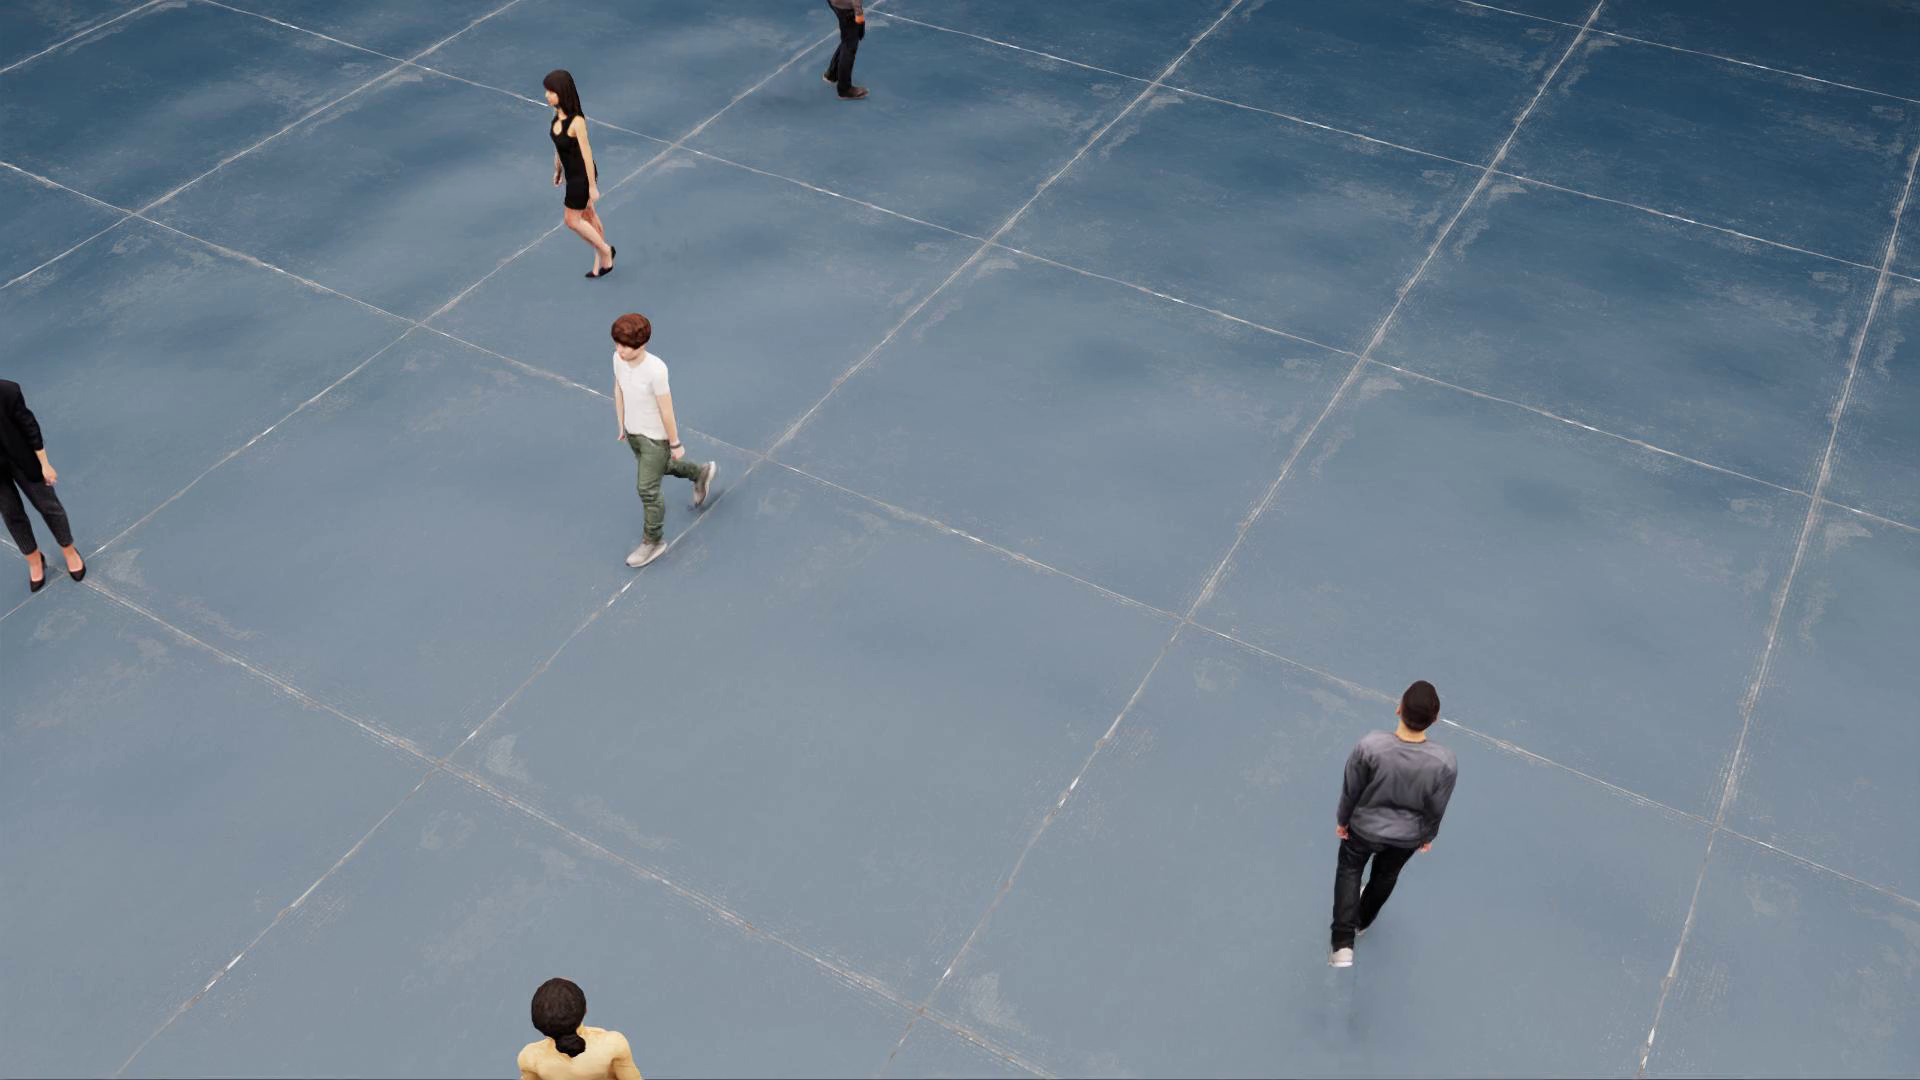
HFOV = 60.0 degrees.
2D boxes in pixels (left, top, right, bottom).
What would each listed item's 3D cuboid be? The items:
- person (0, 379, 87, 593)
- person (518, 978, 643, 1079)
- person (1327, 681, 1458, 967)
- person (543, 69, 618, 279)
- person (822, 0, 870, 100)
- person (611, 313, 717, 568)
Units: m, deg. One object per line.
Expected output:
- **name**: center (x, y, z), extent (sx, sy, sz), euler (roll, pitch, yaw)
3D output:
- **person**: center (-5.405, -0.436, 9.428), extent (0.718, 1.719, 0.788), euler (-12, 44, -13)
- **person**: center (-1.413, 2.295, 6.472), extent (0.759, 1.650, 0.812), euler (-8, 43, -8)
- **person**: center (1.910, 1.333, 7.458), extent (0.756, 1.748, 0.962), euler (11, 43, 12)
- **person**: center (-2.641, -2.605, 11.877), extent (0.701, 1.638, 0.658), euler (-22, 47, -22)
- **person**: center (-1.041, -4.499, 13.872), extent (0.858, 1.758, 0.808), euler (27, 49, 26)
- **person**: center (-1.754, -0.661, 9.744), extent (0.673, 1.626, 1.099), euler (27, 49, 27)
